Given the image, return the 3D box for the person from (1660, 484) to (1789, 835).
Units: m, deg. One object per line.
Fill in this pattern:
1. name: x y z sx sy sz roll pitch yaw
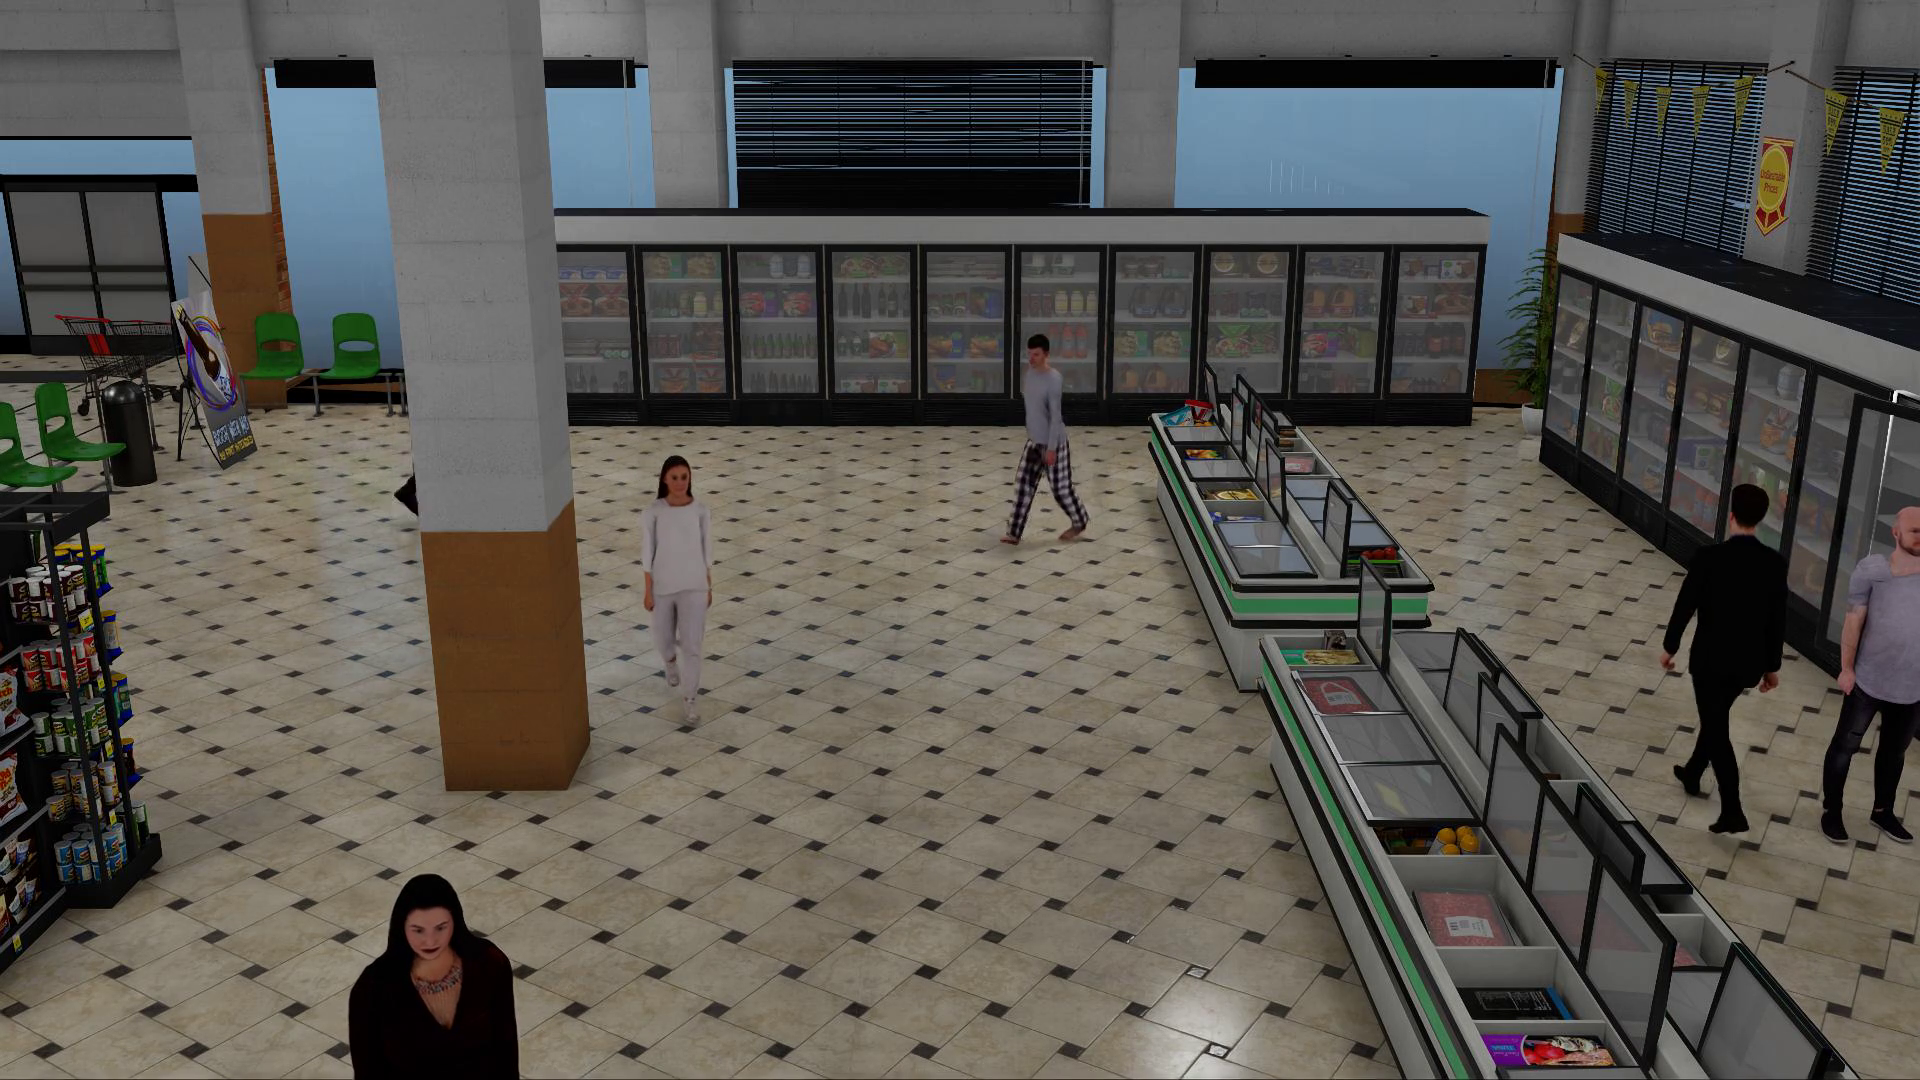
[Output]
1. person: 4.125 0.676 8.885 0.682 1.849 1.189 0 17 0

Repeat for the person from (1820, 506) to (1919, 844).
1. person: 4.914 0.705 8.807 0.659 1.838 0.571 -1 17 -2

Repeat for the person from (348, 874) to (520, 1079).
1. person: -1.628 1.834 5.239 0.762 1.752 0.777 -10 19 -29

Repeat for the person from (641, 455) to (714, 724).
1. person: -1.793 0.283 10.480 0.748 1.674 1.004 -5 17 -15

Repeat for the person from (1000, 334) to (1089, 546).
1. person: 0.795 -0.827 13.918 1.166 1.801 1.164 -11 20 -33
